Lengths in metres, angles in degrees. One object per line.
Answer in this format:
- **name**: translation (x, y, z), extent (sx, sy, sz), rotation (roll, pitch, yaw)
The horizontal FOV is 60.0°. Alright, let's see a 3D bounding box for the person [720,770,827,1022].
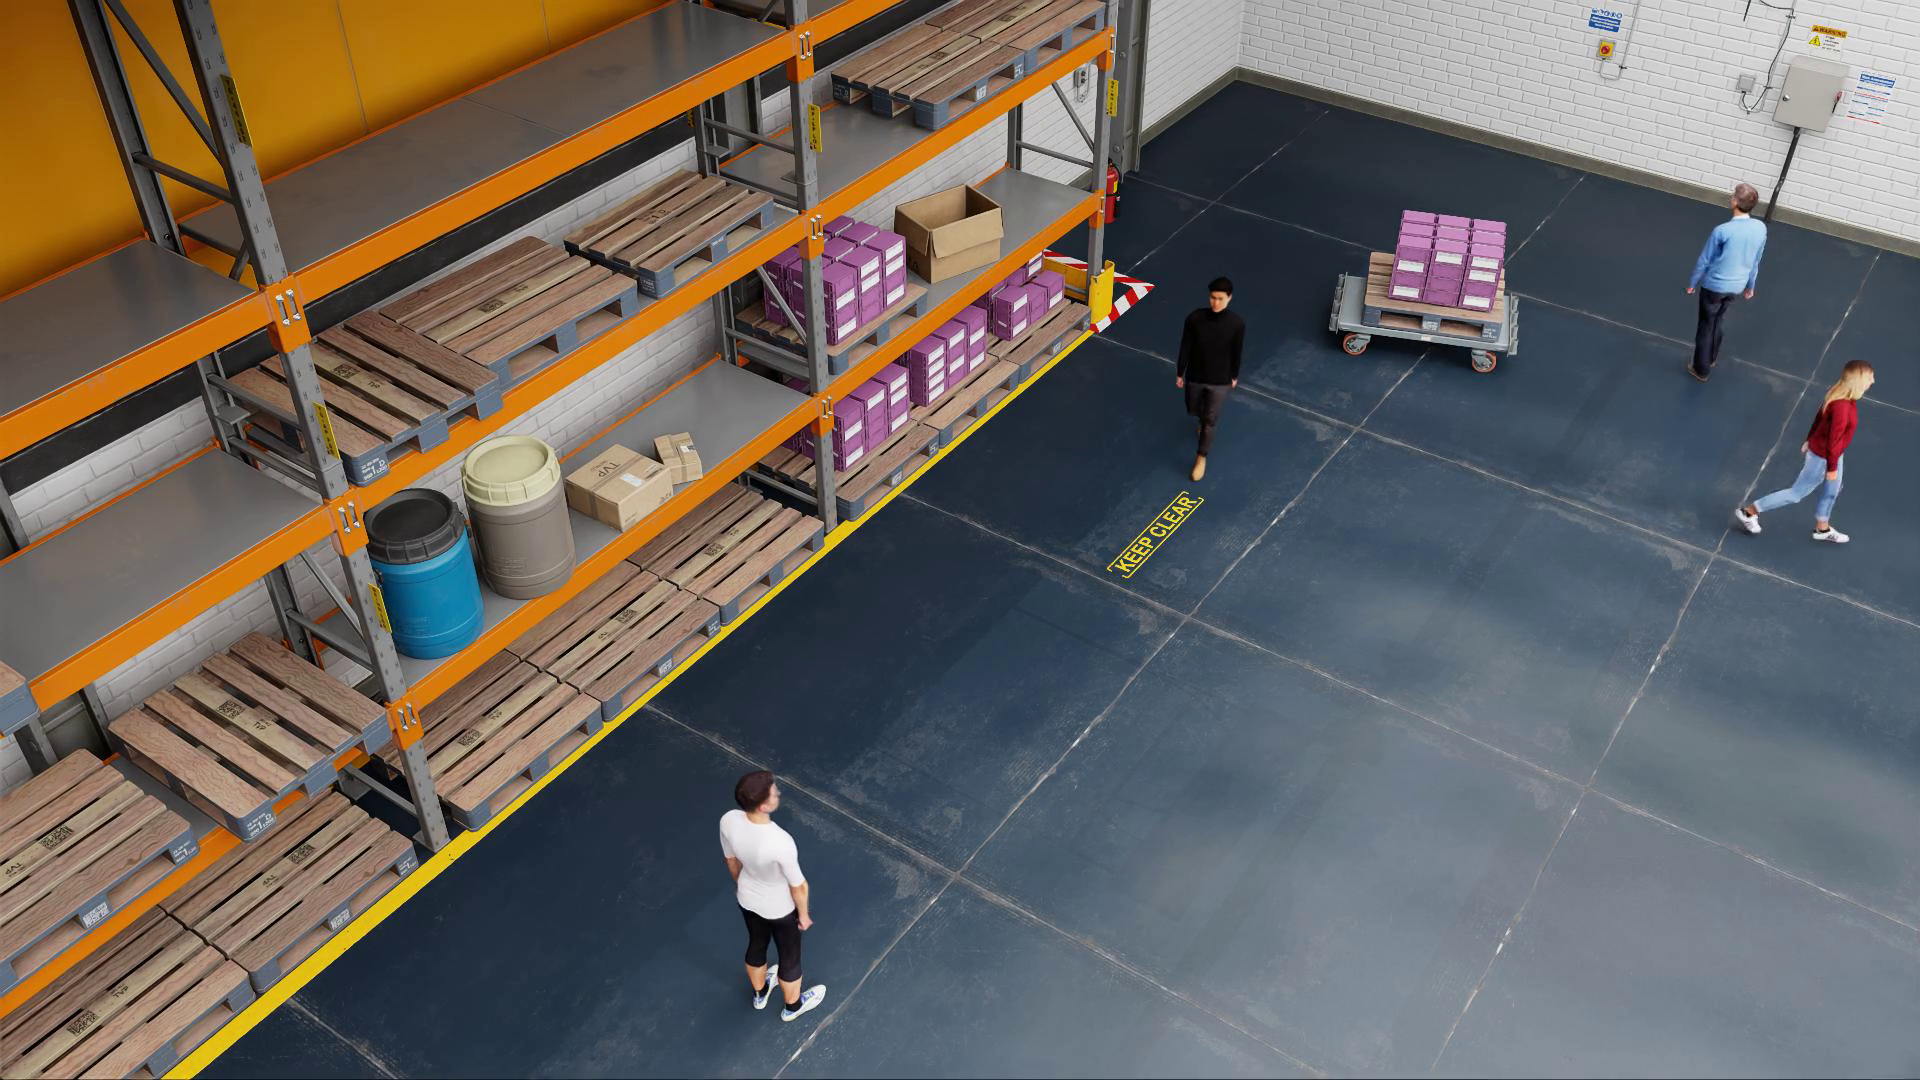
- **person**: translation (-1.054, 1.964, 9.147), extent (0.666, 1.849, 0.565), rotation (21, 43, 24)

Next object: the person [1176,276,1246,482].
- **person**: translation (2.017, -1.385, 13.459), extent (0.808, 1.702, 1.088), rotation (13, 40, 16)

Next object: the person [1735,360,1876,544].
- **person**: translation (6.465, -0.650, 12.621), extent (0.803, 1.601, 1.066), rotation (16, 41, 19)

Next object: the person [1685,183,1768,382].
- **person**: translation (6.644, -2.175, 14.370), extent (0.795, 1.800, 0.853), rotation (-6, 39, -7)
